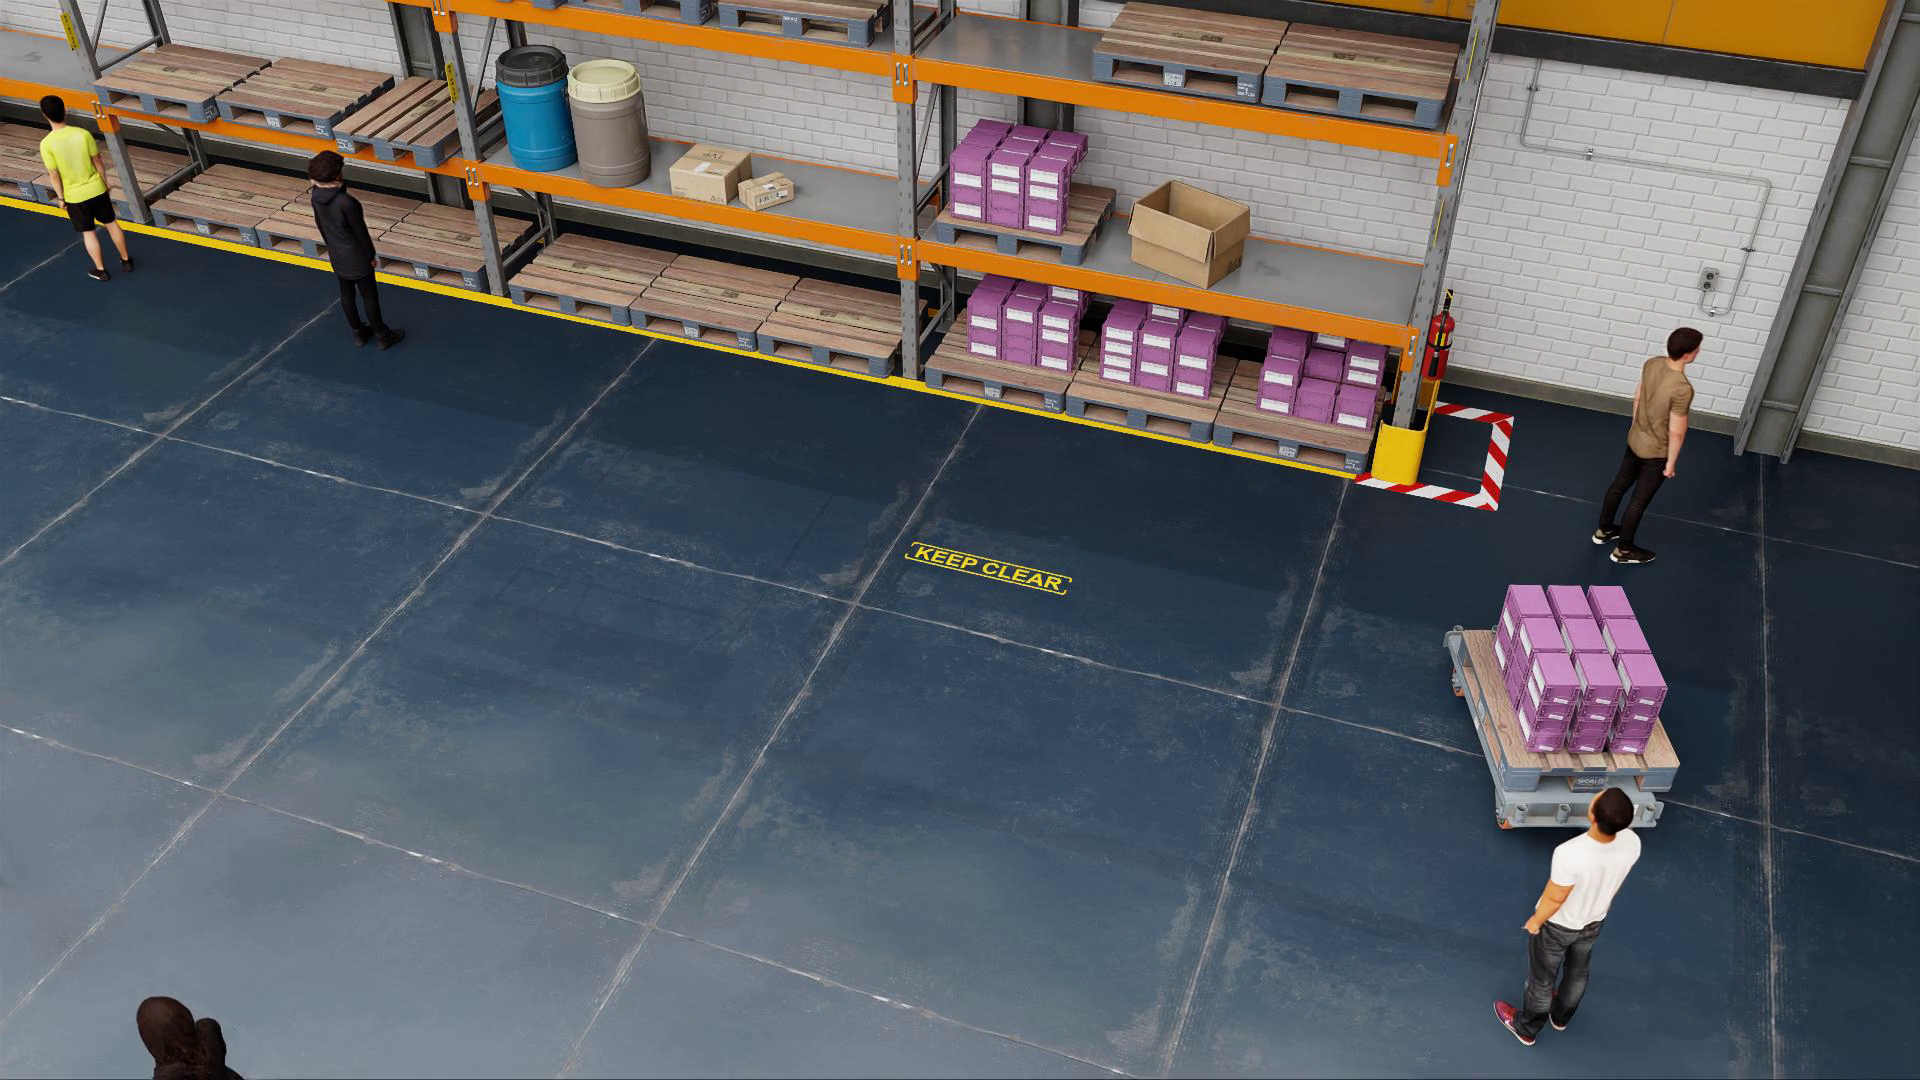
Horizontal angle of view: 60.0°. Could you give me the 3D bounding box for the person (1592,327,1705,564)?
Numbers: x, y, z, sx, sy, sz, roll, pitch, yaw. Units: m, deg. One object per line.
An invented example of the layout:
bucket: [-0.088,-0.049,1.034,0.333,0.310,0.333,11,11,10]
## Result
person: [4.820,-0.679,11.618,0.758,1.851,0.750,-8,39,-10]

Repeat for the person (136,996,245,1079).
person: [-3.322,2.672,7.615,1.030,1.609,0.647,18,42,21]

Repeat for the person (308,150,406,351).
person: [-5.071,-2.392,13.818,0.526,1.781,0.671,14,41,17]

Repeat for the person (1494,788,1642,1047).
person: [3.109,1.900,8.426,0.692,1.805,0.768,-14,41,-16]

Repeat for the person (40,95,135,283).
person: [-7.800,-3.131,14.802,0.699,1.708,0.697,-30,47,-32]
